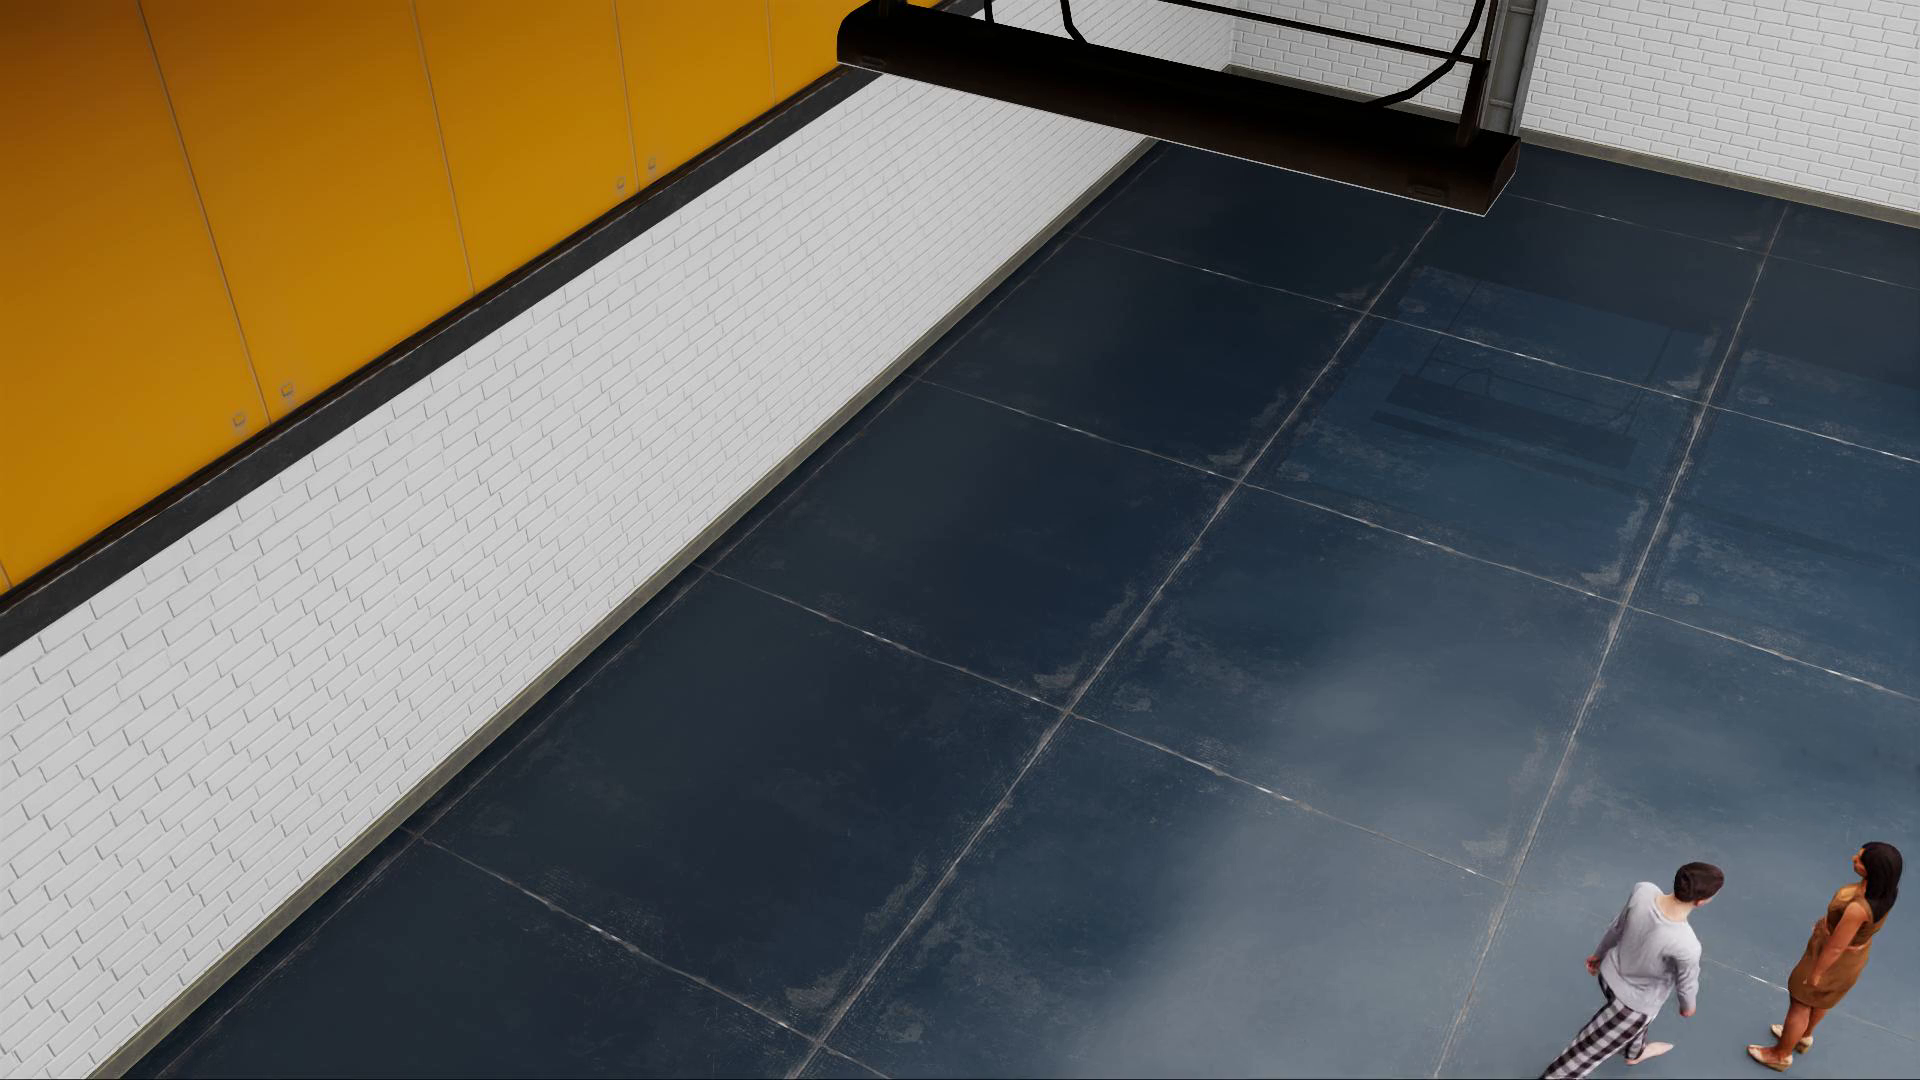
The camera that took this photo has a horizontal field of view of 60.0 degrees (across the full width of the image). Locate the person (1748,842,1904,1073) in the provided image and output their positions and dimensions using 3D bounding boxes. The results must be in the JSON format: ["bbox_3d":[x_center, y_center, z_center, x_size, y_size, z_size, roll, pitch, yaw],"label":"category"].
[{"bbox_3d":[4.545,2.158,8.596,0.603,1.684,0.623,32,48,33],"label":"person"}]

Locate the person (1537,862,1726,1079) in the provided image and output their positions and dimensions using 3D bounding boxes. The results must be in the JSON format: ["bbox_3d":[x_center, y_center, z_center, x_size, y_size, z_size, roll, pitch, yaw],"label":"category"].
[{"bbox_3d":[3.280,2.277,8.345,1.161,1.811,1.065,-8,39,-10],"label":"person"}]
